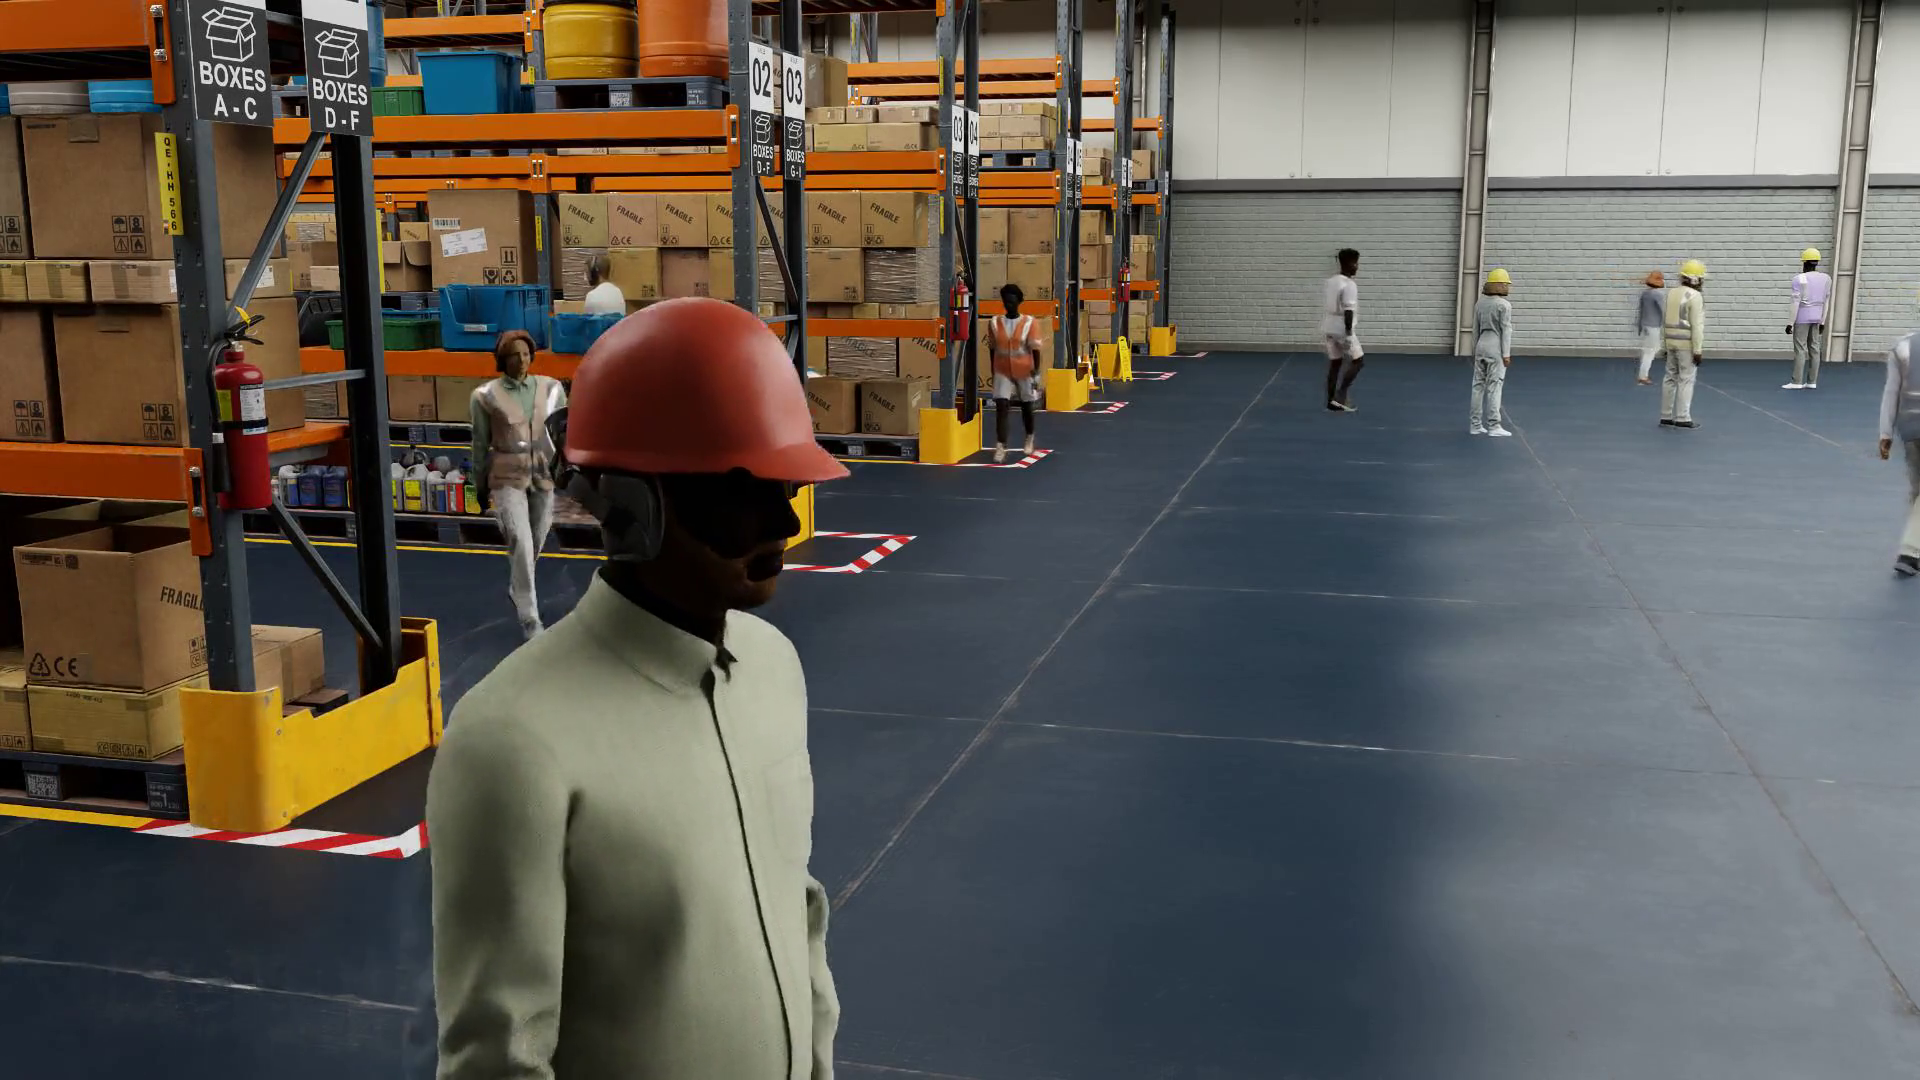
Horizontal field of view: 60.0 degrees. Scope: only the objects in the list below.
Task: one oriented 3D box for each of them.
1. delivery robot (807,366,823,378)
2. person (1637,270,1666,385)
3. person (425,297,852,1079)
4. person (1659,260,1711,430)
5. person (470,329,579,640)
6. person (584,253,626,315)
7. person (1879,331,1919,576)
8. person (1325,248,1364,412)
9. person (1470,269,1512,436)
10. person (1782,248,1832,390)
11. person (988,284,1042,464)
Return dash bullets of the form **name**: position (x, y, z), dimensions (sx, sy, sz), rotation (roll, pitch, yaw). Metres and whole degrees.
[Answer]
- **delivery robot**: position (-1.784, -1.801, 19.575), dimensions (0.707, 0.478, 0.477), rotation (3, 11, 16)
- **person**: position (9.804, -2.989, 23.476), dimensions (0.437, 1.620, 0.506), rotation (-1, 10, -5)
- **person**: position (-0.305, 0.727, 1.867), dimensions (0.433, 1.980, 0.645), rotation (4, 11, 21)
- **person**: position (7.847, -2.098, 18.025), dimensions (0.404, 1.825, 0.637), rotation (-2, 10, -10)
- **person**: position (-2.294, -0.309, 8.672), dimensions (0.505, 1.601, 0.852), rotation (-8, 13, -37)
- **person**: position (-3.118, -1.574, 14.776), dimensions (0.505, 1.923, 0.642), rotation (2, 10, 9)
- **person**: position (6.001, -0.682, 10.229), dimensions (0.917, 1.794, 0.591), rotation (-7, 12, -34)
- **person**: position (4.555, -2.474, 19.710), dimensions (0.437, 1.950, 0.607), rotation (-3, 11, -16)
- **person**: position (5.585, -1.961, 17.438), dimensions (0.313, 1.741, 0.487), rotation (-5, 12, -28)
- **person**: position (11.589, -3.018, 22.773), dimensions (0.593, 1.926, 0.366), rotation (-3, 11, -14)
- **person**: position (0.521, -1.567, 15.555), dimensions (0.534, 1.654, 0.906), rotation (3, 11, 15)
